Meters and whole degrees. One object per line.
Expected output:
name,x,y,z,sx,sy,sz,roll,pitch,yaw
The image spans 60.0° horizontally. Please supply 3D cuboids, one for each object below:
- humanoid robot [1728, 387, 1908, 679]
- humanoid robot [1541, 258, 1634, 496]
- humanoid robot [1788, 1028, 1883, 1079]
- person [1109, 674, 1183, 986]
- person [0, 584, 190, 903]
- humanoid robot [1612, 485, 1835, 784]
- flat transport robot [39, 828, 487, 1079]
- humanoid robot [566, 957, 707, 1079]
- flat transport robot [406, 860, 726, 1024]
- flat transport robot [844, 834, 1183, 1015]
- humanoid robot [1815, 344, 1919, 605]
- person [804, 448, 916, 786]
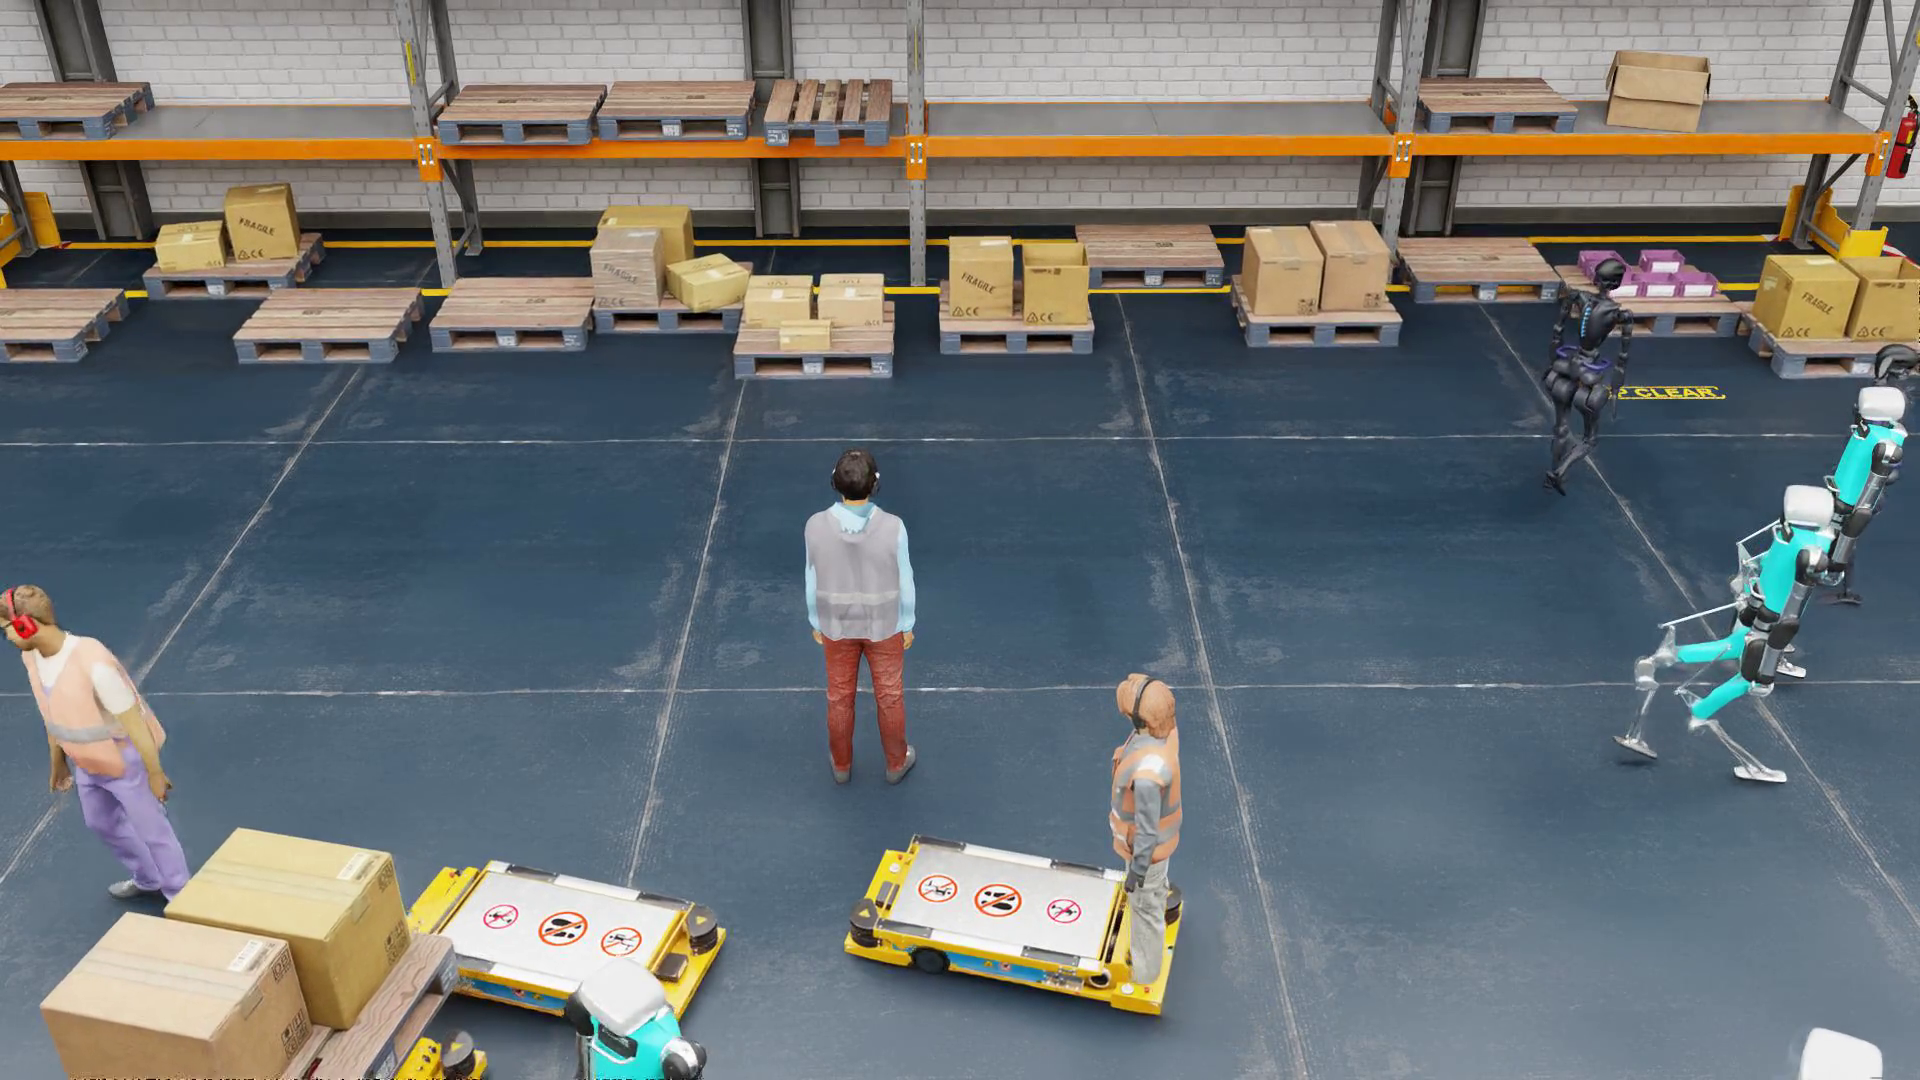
humanoid robot,4.505,-0.057,8.950,0.735,1.677,0.533,7,32,12
humanoid robot,3.983,-1.041,10.786,0.483,1.646,0.587,-23,38,-33
humanoid robot,2.368,2.226,5.340,0.690,1.856,0.540,12,33,18
person,0.771,1.256,6.990,0.313,1.636,0.514,6,31,9
person,-3.686,0.981,7.293,0.694,1.807,0.390,15,34,23
humanoid robot,3.719,0.499,8.199,1.041,1.760,0.551,7,32,11
flat transport robot,-2.735,2.198,6.751,1.431,0.231,0.659,7,32,11
humanoid robot,-1.167,2.201,5.335,0.536,1.784,0.757,20,36,30
flat transport robot,-1.835,1.801,7.412,1.431,0.231,0.659,8,32,14
flat transport robot,0.254,1.724,7.541,1.431,0.231,0.659,8,32,13
humanoid robot,5.200,-0.364,9.653,0.464,1.657,0.597,8,32,12
person,-0.480,0.418,8.152,0.529,1.879,0.411,2,31,3
